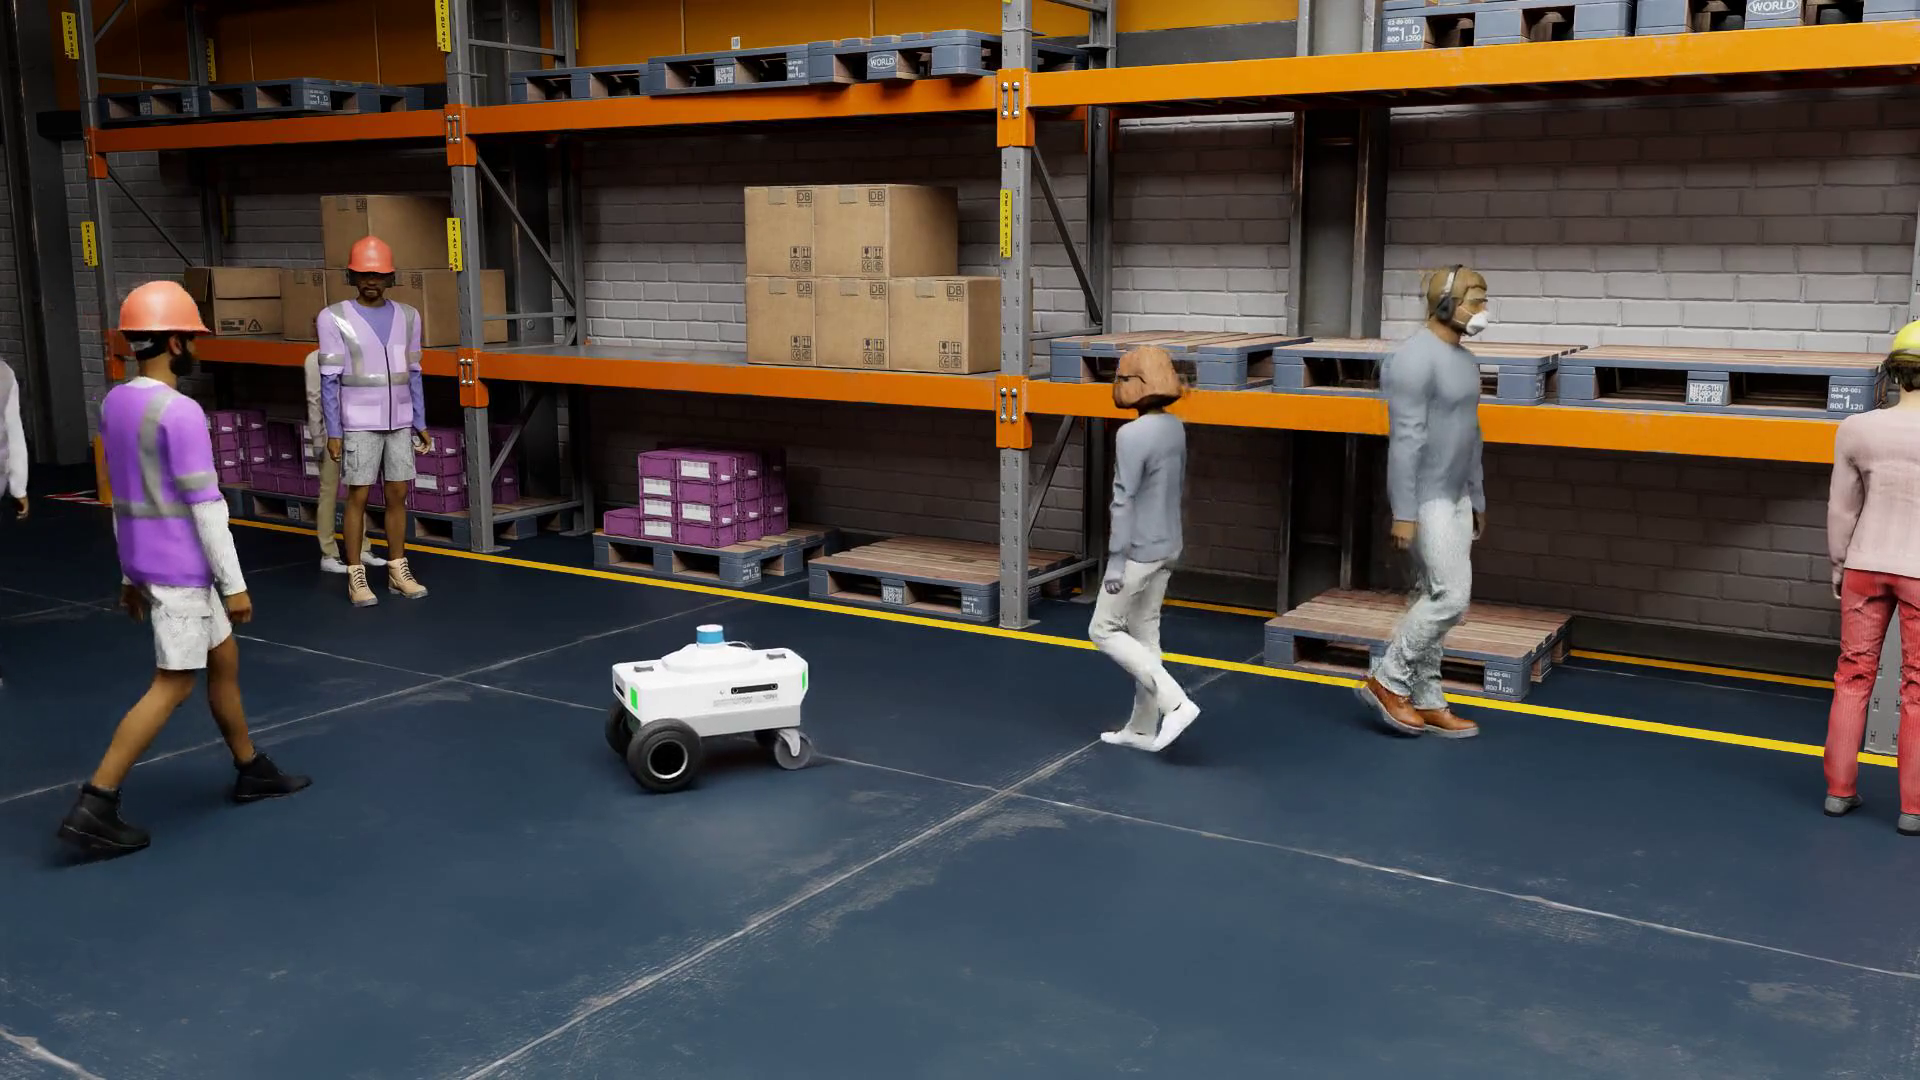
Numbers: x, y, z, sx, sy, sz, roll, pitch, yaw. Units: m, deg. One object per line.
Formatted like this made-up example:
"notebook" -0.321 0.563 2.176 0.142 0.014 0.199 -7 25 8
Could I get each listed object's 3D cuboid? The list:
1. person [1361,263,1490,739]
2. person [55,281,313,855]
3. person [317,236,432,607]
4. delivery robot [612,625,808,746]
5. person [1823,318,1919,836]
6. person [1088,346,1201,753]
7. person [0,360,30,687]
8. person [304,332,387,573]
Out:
"person" 1.939 -0.141 6.709 0.419 1.929 0.659 7 13 36
"person" -2.678 0.086 5.621 0.553 1.903 0.954 9 14 41
"person" -3.226 -0.653 9.250 0.387 2.039 0.615 9 14 42
"delivery robot" -0.946 0.567 6.344 0.707 0.478 0.477 -4 11 -22
"person" 3.236 0.125 5.699 0.311 1.769 0.522 -7 13 -36
"person" 0.725 0.059 6.467 0.402 1.620 0.525 6 12 30
"person" -4.651 -0.236 7.564 0.732 1.809 0.621 5 11 25
"person" -3.773 -0.617 10.199 0.295 1.634 0.504 5 11 26
